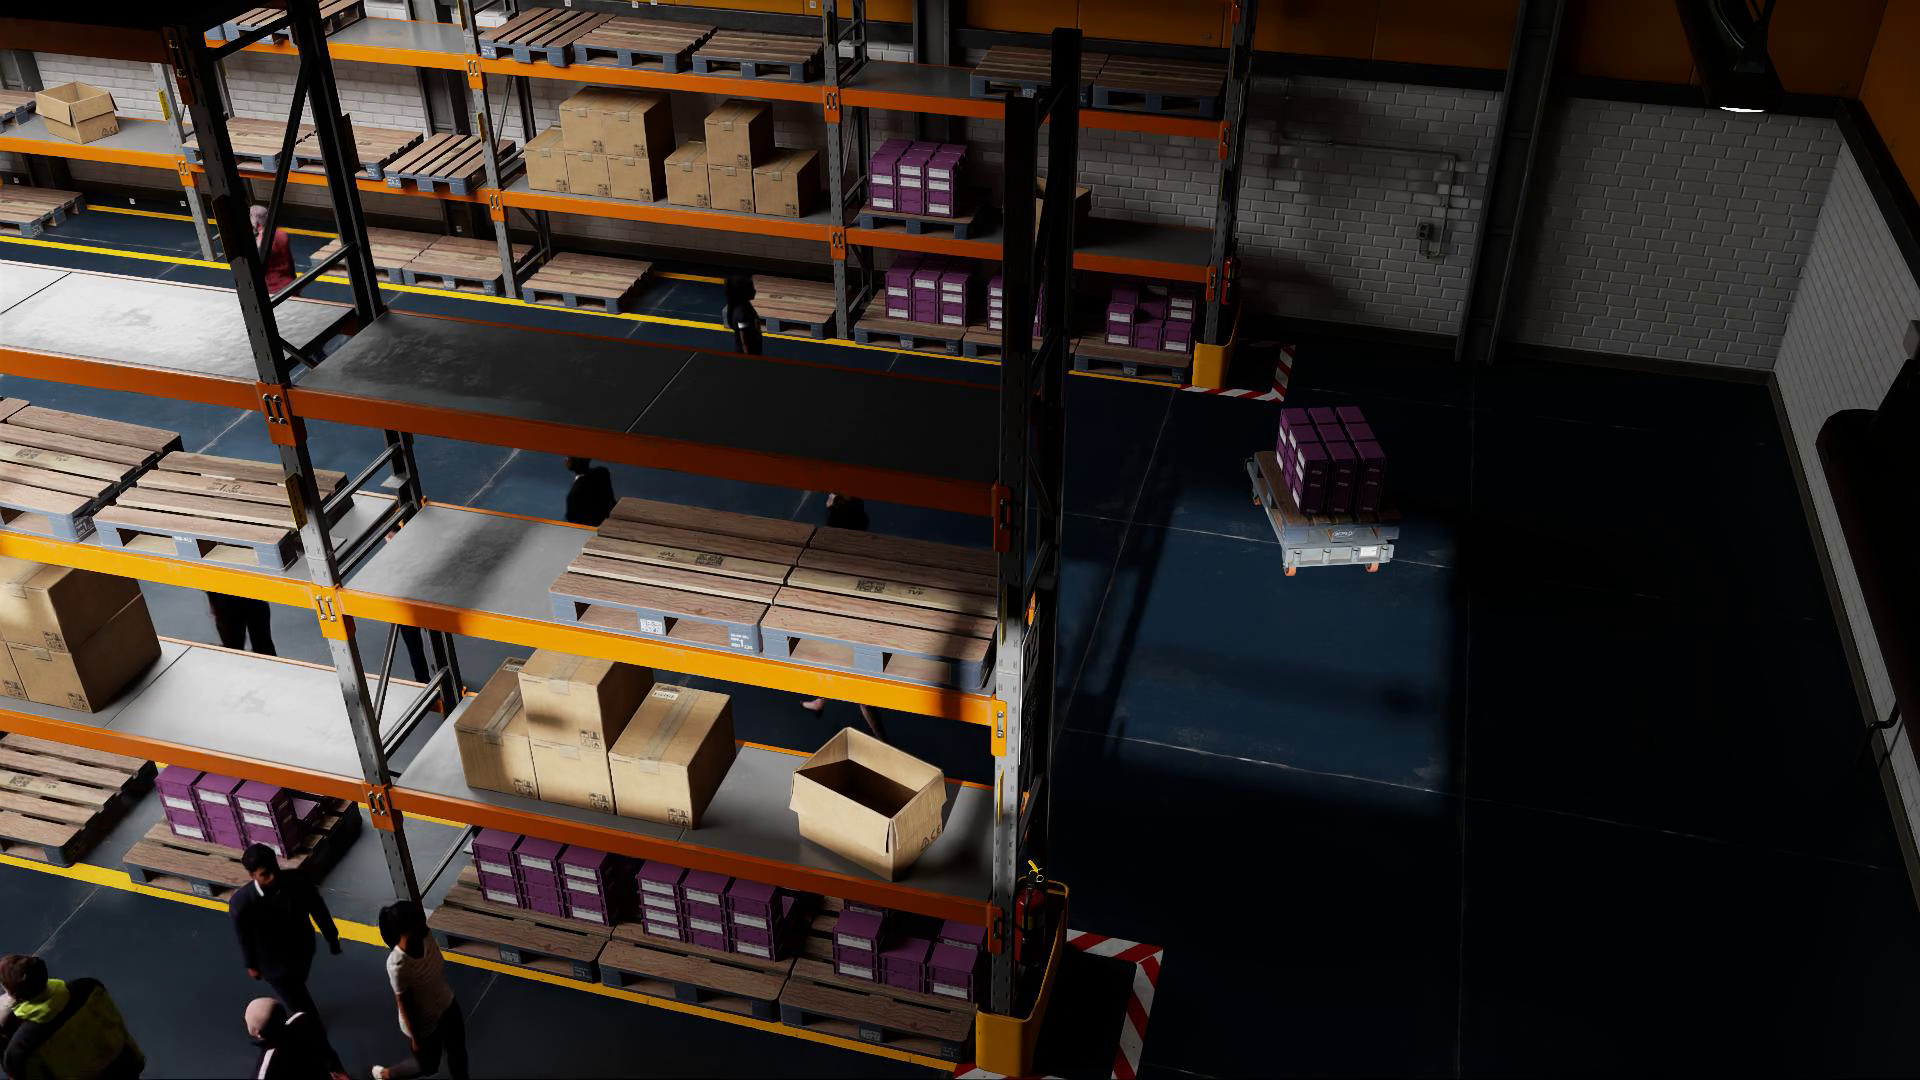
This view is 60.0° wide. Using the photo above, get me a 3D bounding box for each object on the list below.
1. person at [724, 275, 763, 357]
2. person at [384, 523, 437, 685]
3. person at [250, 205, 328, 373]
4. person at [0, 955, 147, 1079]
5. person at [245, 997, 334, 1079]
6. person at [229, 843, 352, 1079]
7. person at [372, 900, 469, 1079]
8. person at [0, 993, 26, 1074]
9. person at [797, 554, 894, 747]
[{"bbox_3d":[-2.036,-1.738,15.974,0.655,1.728,0.677,-3,34,-4],"label":"person"},{"bbox_3d":[-4.193,0.500,12.763,0.606,1.557,0.597,20,39,28],"label":"person"},{"bbox_3d":[-6.930,-2.533,17.119,1.204,1.786,0.746,7,34,10],"label":"person"},{"bbox_3d":[-4.503,2.940,8.752,1.125,1.933,0.787,10,35,15],"label":"person"},{"bbox_3d":[-3.312,3.054,8.706,1.188,1.792,0.670,9,35,13],"label":"person"},{"bbox_3d":[-3.990,2.390,9.811,1.259,1.676,1.034,28,43,35],"label":"person"},{"bbox_3d":[-3.102,2.677,9.425,0.893,1.626,0.577,7,34,10],"label":"person"},{"bbox_3d":[-4.846,2.974,8.979,0.631,1.624,0.752,27,42,34],"label":"person"},{"bbox_3d":[-0.745,0.830,12.061,1.227,1.782,0.846,19,38,26],"label":"person"}]
